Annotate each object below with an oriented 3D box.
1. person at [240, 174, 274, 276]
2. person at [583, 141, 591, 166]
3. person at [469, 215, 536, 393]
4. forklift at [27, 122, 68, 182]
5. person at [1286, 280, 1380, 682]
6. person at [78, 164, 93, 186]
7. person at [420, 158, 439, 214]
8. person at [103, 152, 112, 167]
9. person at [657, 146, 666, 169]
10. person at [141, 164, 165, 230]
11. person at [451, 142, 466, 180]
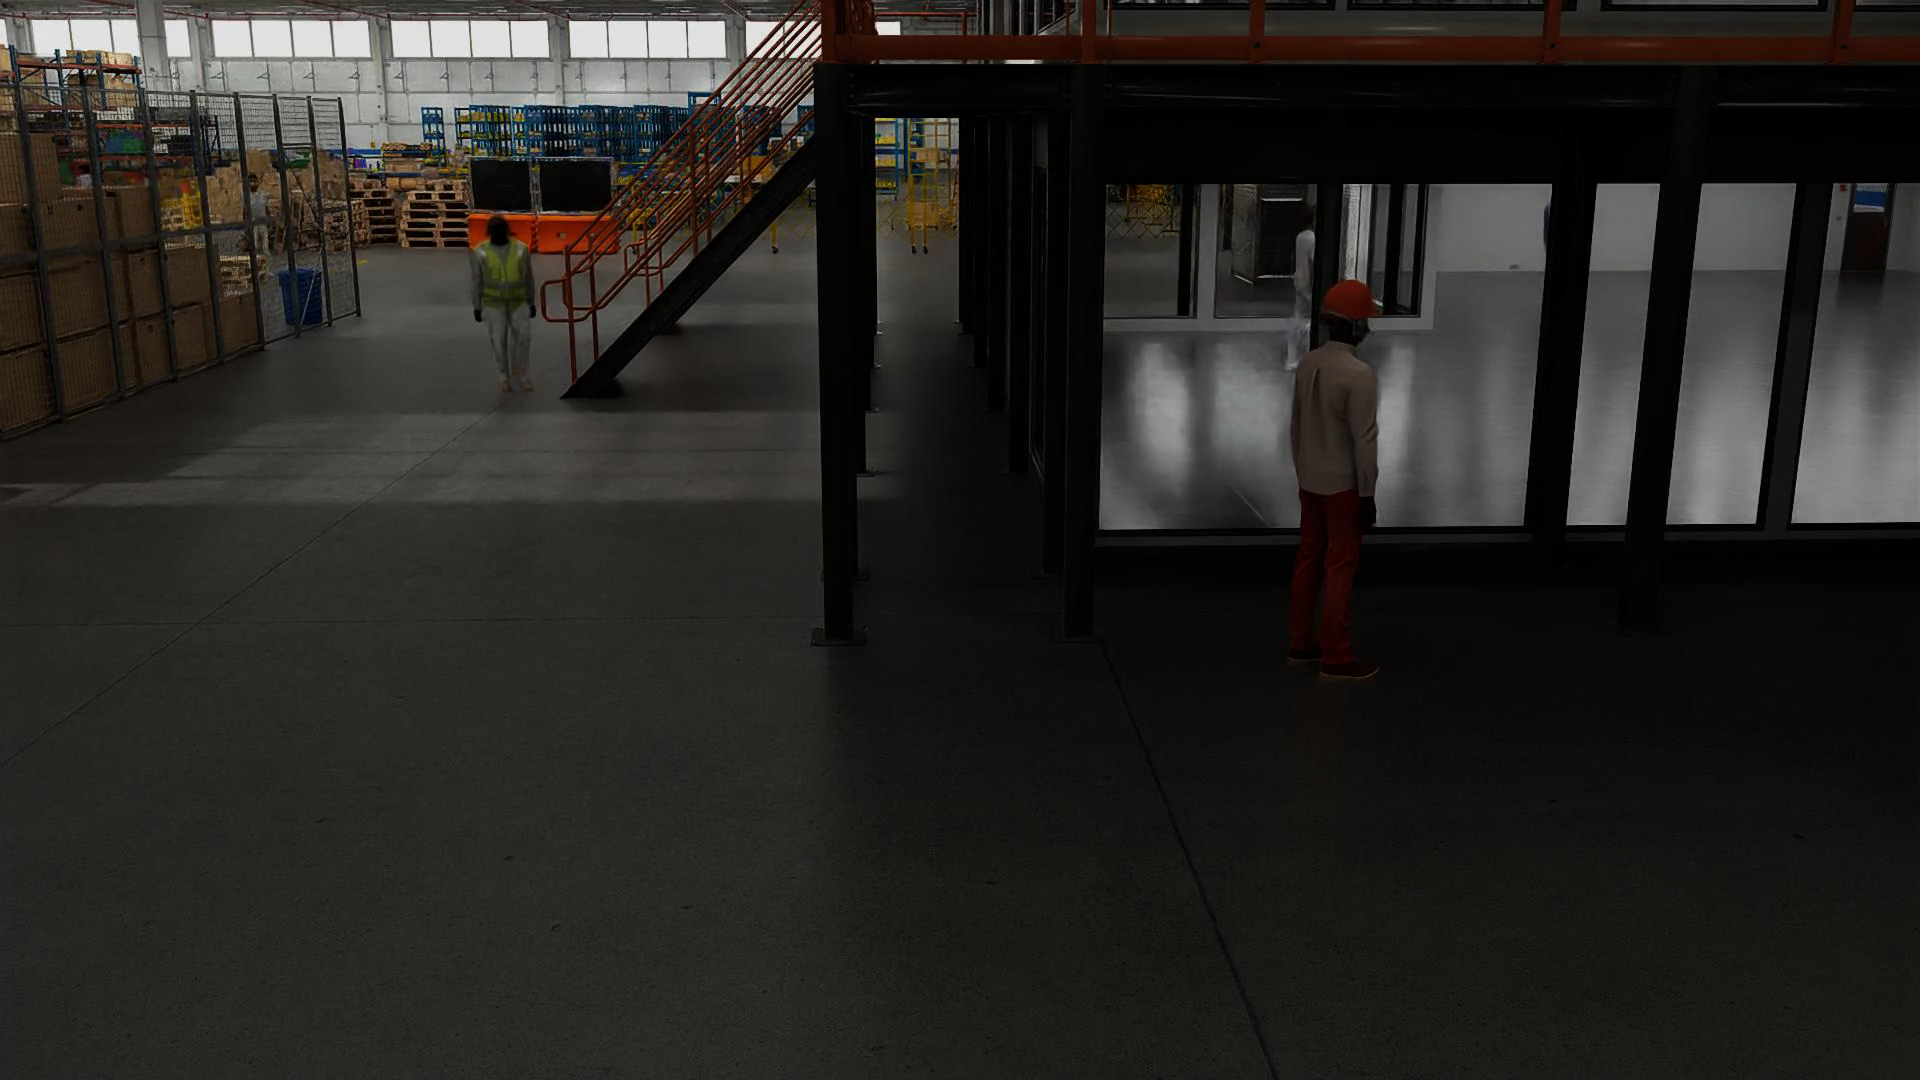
[{"bbox_3d":[-12.800,-5.728,30.310,0.499,1.861,0.328,-10,17,-36],"label":"person"},{"bbox_3d":[-19.042,-19.588,85.513,0.733,1.946,0.689,1,14,3],"label":"person"},{"bbox_3d":[-4.671,-2.403,17.089,0.665,1.819,0.735,-6,15,-22],"label":"person"},{"bbox_3d":[-35.376,-14.773,64.377,1.129,2.768,1.873,-1,14,-2],"label":"forklift"},{"bbox_3d":[1.883,-0.291,8.291,0.385,1.993,0.623,-6,15,-21],"label":"person"},{"bbox_3d":[-23.937,-9.481,45.678,0.539,1.676,0.695,0,14,0],"label":"person"},{"bbox_3d":[-15.706,-10.397,49.202,0.551,1.725,0.852,-10,17,-34],"label":"person"},{"bbox_3d":[-35.328,-15.268,68.940,0.498,1.609,0.576,5,15,20],"label":"person"},{"bbox_3d":[-13.149,-16.428,73.202,0.584,1.807,0.624,-2,14,-7],"label":"person"},{"bbox_3d":[-18.872,-7.870,38.923,0.514,1.839,0.933,13,19,41],"label":"person"},{"bbox_3d":[-23.544,-17.707,78.111,0.670,1.887,0.418,-6,15,-22],"label":"person"}]
